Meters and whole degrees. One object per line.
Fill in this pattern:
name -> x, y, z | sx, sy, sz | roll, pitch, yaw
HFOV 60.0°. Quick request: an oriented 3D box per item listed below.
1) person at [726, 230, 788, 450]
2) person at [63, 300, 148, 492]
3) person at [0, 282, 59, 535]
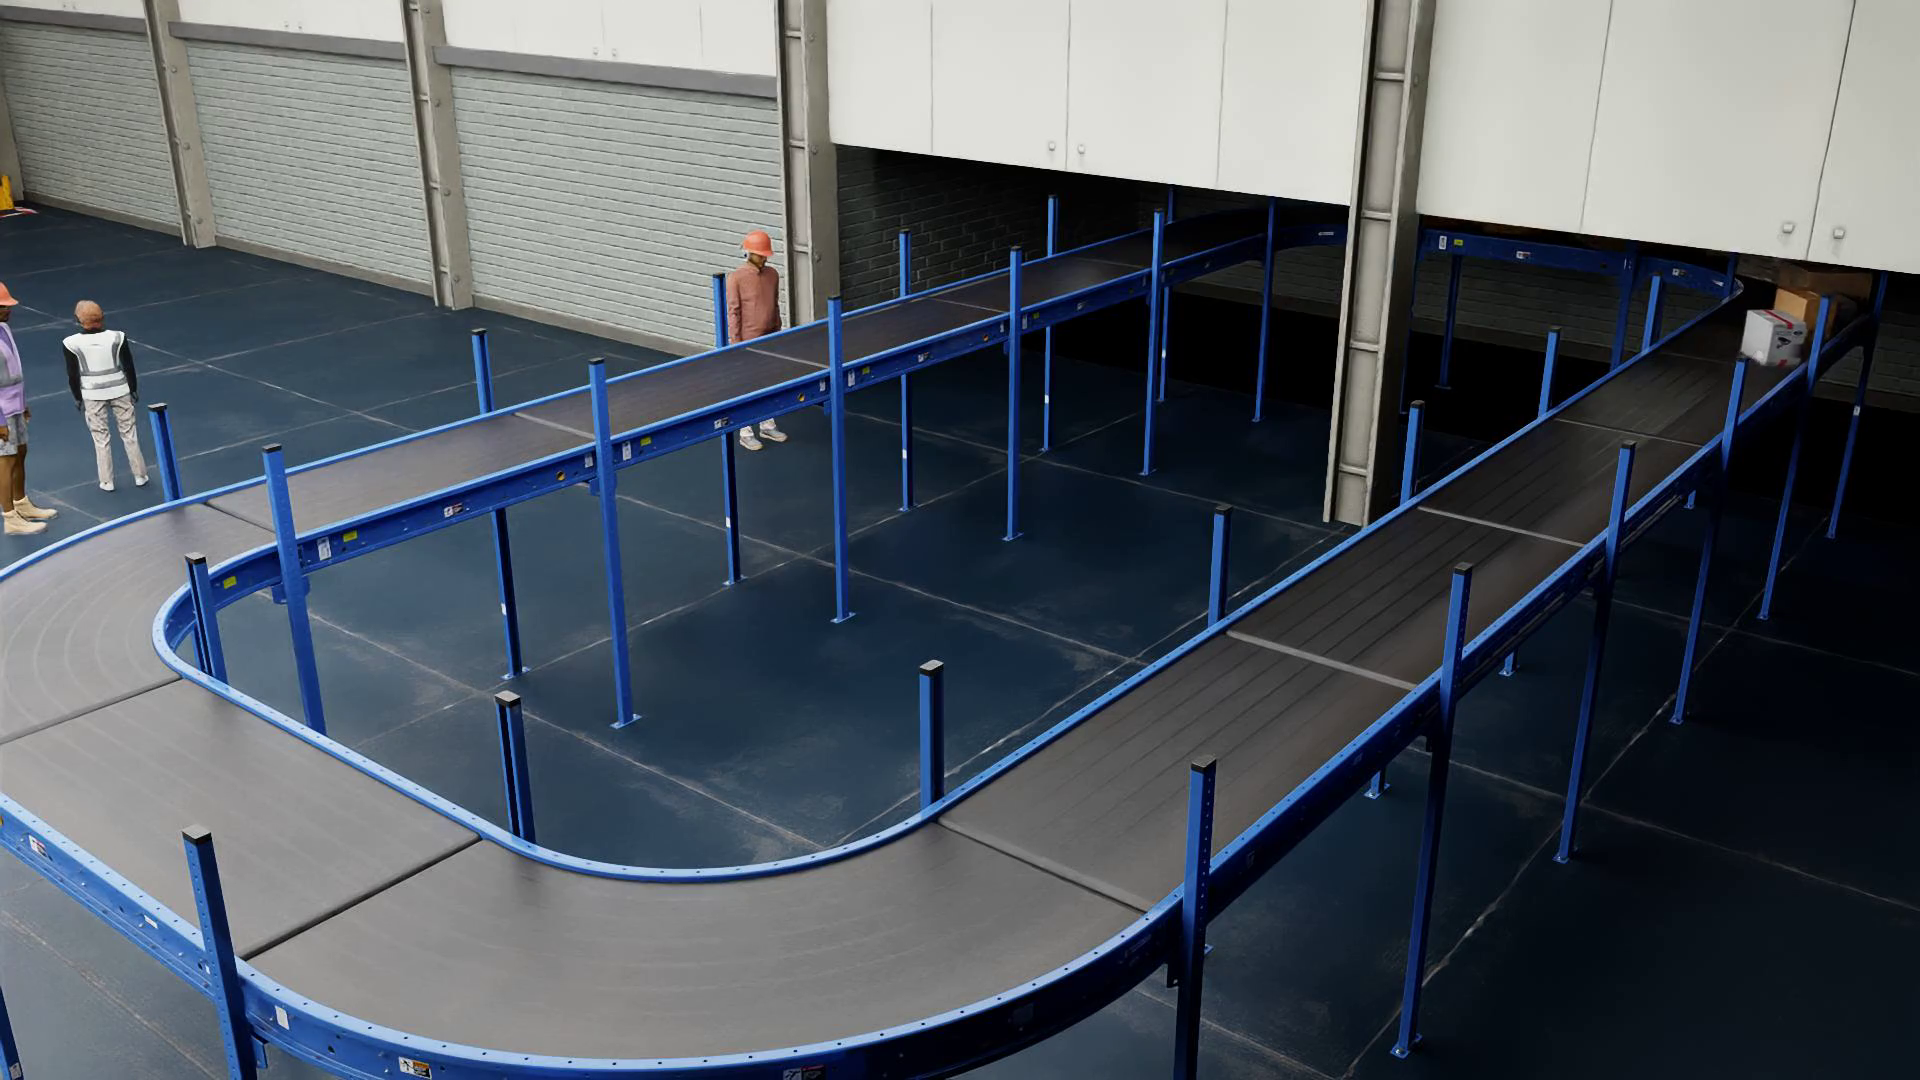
person -> -1.837, -1.826, 15.117 | 0.385, 1.990, 0.608 | 17, 27, 36
person -> -7.197, -1.207, 14.020 | 0.514, 1.637, 0.309 | -13, 25, -29
person -> -7.472, -1.047, 13.089 | 0.417, 2.034, 0.604 | -5, 22, -11
